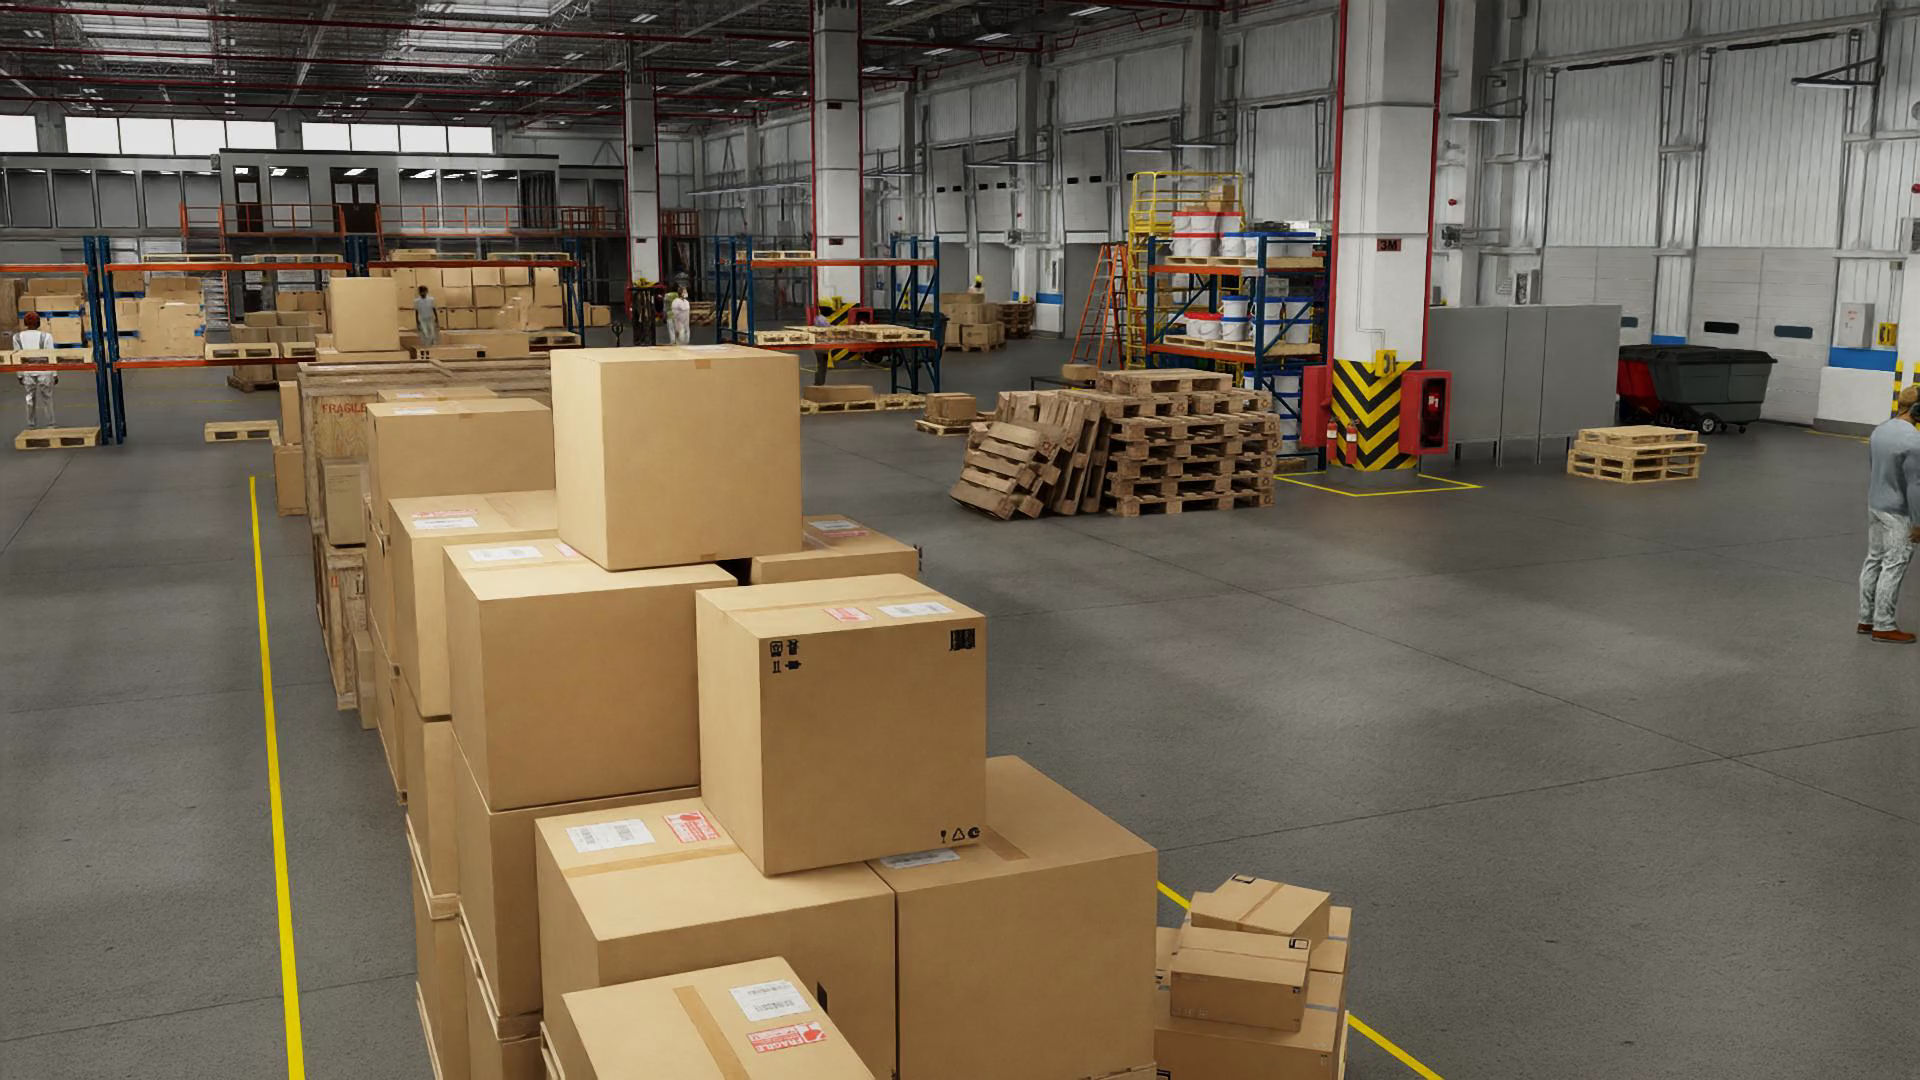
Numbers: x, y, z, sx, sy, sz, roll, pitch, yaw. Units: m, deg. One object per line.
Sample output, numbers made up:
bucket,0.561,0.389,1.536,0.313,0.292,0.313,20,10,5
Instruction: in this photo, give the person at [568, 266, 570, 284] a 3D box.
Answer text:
person,-16.816,-10.967,71.881,0.356,1.883,0.574,-8,13,-36

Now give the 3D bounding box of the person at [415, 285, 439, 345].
person,-13.247,-5.413,41.376,0.571,1.836,0.704,-4,11,-23

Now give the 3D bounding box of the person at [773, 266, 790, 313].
person,-7.138,-10.032,66.500,0.639,1.955,0.890,-10,14,-43

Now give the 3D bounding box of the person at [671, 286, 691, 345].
person,-6.216,-4.708,37.233,0.357,1.937,0.637,3,11,17

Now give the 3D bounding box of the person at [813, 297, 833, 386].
person,-2.515,-3.519,30.717,0.385,1.922,0.594,-3,11,-15

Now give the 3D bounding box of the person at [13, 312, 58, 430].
person,-14.122,-2.544,25.453,0.584,1.882,0.345,-2,10,-11

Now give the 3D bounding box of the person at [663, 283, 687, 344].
person,-7.549,-5.916,44.187,0.643,1.830,0.492,-3,11,-16

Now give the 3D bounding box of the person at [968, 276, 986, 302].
person,0.514,-6.929,49.686,0.612,1.860,0.985,-3,11,-18

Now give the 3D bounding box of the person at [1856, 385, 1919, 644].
person,6.966,-0.191,12.374,0.384,1.930,0.634,0,10,0

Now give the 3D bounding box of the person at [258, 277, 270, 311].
person,-22.969,-7.828,54.980,0.514,1.727,0.396,10,14,43

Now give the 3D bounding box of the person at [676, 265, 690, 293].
person,-11.466,-10.389,68.623,0.624,1.920,0.904,4,11,23

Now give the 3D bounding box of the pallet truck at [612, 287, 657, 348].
pallet truck,-6.464,-4.406,35.401,0.823,1.965,1.885,6,12,32
